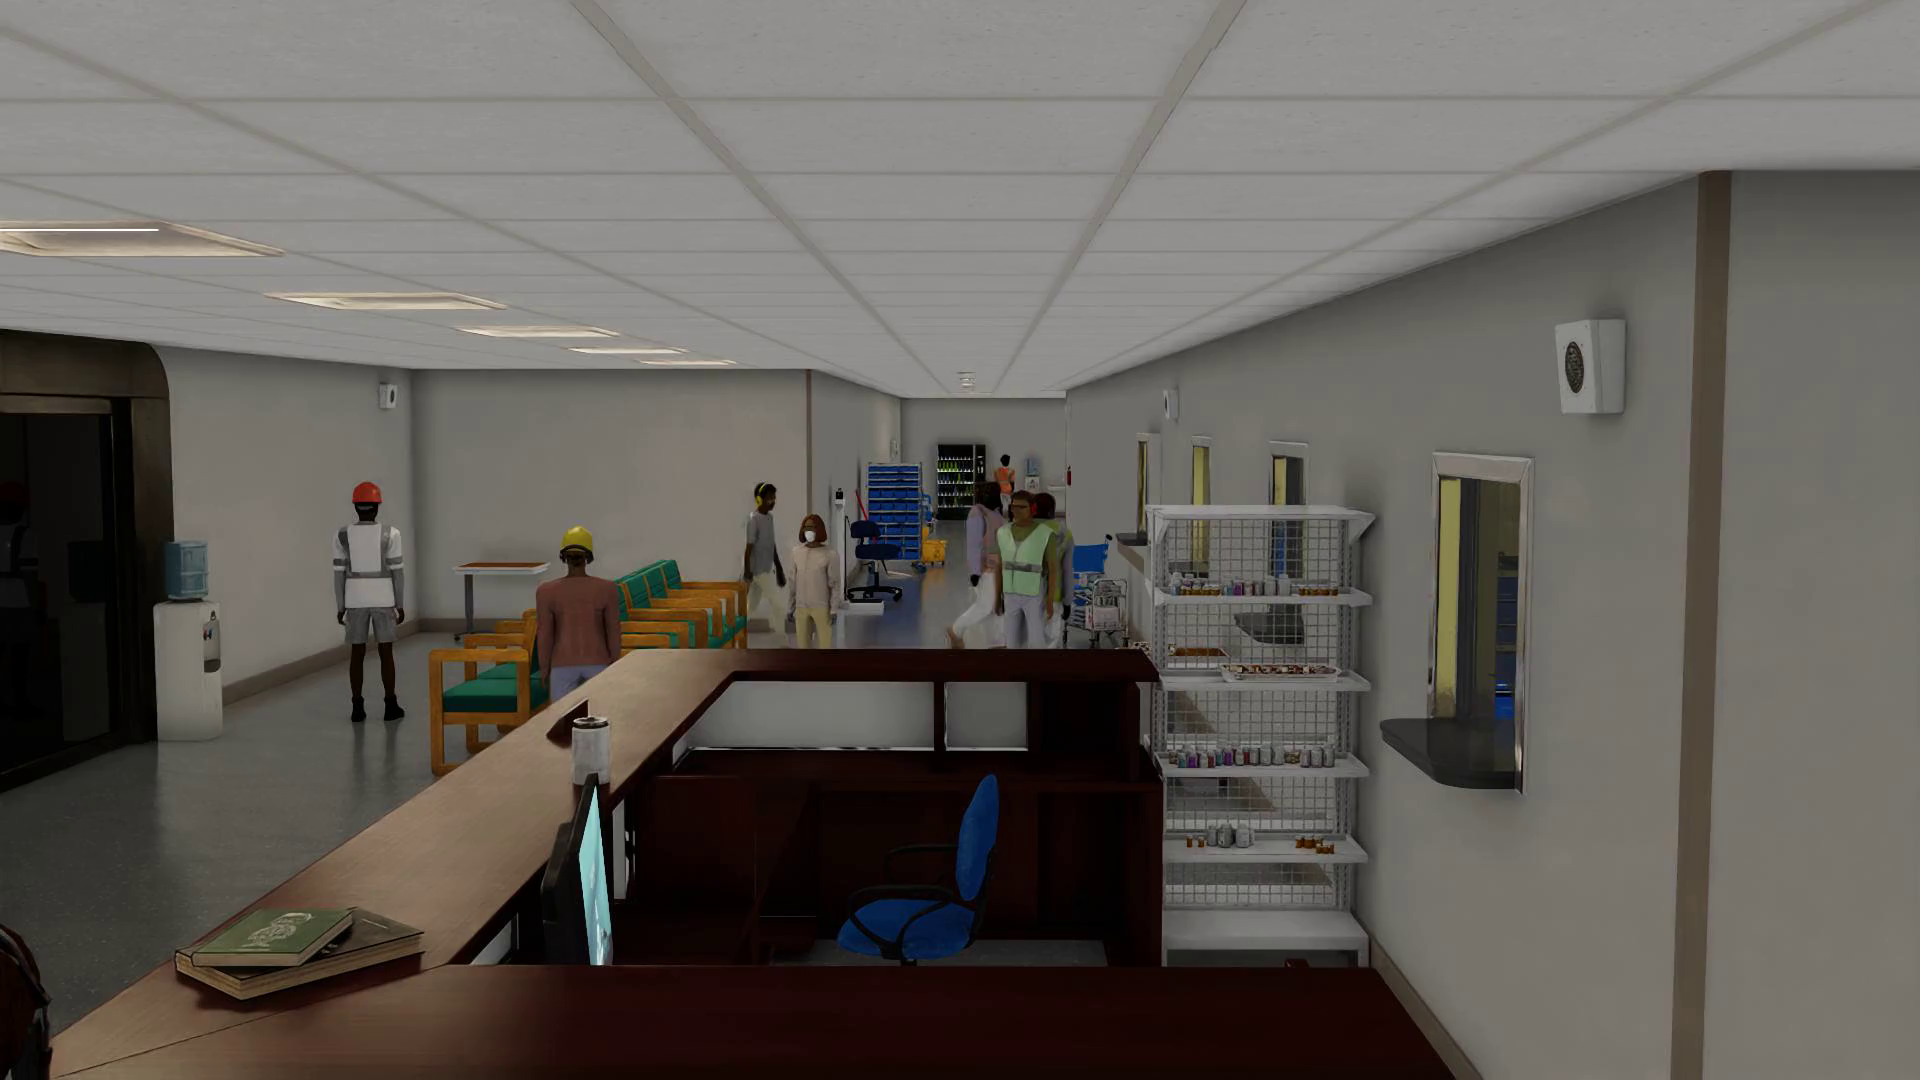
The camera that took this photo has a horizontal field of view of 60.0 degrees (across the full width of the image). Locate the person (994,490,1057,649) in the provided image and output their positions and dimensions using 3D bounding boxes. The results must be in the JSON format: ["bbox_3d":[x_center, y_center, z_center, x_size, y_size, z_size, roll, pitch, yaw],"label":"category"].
[{"bbox_3d":[0.555,0.495,14.094,0.575,1.841,0.375,3,5,32],"label":"person"}]

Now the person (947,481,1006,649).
[{"bbox_3d":[0.226,0.297,17.121,0.658,1.822,0.685,2,4,21],"label":"person"}]

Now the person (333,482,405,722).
[{"bbox_3d":[-4.756,0.498,13.415,0.543,1.938,0.364,-1,4,-9],"label":"person"}]

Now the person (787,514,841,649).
[{"bbox_3d":[-1.252,0.594,14.147,0.505,1.636,0.278,2,5,26],"label":"person"}]

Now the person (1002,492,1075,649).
[{"bbox_3d":[0.660,0.503,14.238,0.643,1.815,0.654,0,4,7],"label":"person"}]

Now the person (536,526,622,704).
[{"bbox_3d":[-2.383,0.796,10.417,0.523,1.769,0.309,-1,4,-16],"label":"person"}]

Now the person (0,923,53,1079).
[{"bbox_3d":[-1.197,1.364,1.995,0.625,1.838,0.430,-2,5,-30],"label":"person"}]

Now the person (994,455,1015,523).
[{"bbox_3d":[1.020,-1.067,37.113,0.541,1.669,0.682,2,4,22],"label":"person"}]
